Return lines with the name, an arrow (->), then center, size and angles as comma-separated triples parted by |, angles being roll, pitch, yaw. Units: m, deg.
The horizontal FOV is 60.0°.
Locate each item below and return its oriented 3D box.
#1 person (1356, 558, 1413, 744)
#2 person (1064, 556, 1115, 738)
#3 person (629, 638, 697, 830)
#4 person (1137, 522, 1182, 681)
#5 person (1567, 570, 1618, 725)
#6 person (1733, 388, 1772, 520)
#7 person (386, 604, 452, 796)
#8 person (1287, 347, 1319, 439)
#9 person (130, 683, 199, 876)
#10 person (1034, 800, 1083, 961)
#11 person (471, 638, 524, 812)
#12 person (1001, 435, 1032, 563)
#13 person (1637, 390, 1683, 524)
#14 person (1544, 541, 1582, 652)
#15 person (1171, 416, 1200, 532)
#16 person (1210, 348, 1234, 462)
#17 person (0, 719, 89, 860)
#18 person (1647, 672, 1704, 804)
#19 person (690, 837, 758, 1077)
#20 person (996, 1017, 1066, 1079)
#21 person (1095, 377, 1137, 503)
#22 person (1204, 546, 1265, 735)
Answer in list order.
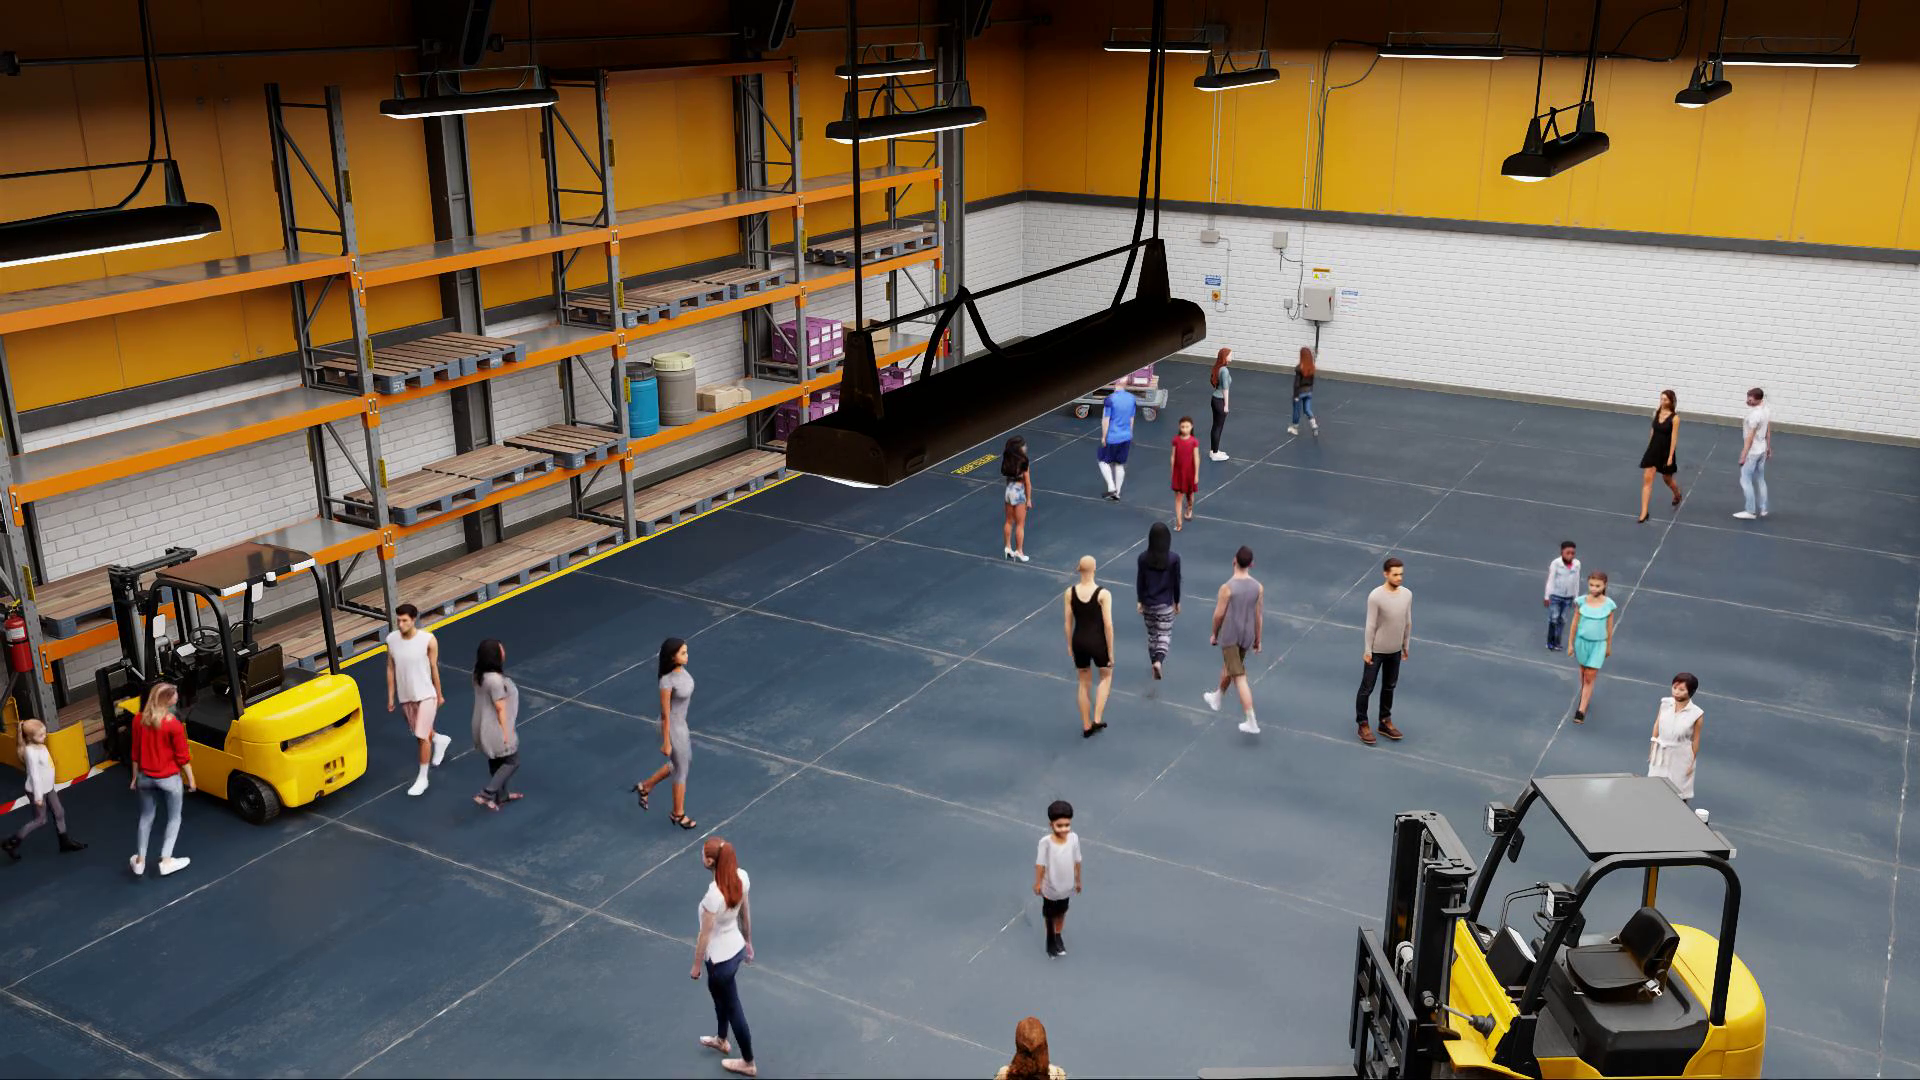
person -> 4.066, 1.038, 15.956 | 0.700, 1.864, 0.780 | -7, 20, -19
person -> 1.203, 1.066, 15.980 | 0.712, 1.796, 0.641 | 9, 21, 25
person -> -2.537, 1.663, 14.262 | 0.876, 1.760, 0.901 | 3, 19, 9
person -> 2.059, 0.668, 17.285 | 0.775, 1.718, 0.947 | 3, 19, 10
person -> 6.280, 1.025, 16.547 | 0.564, 1.512, 1.056 | 11, 22, 30
person -> 10.859, -1.174, 22.588 | 0.706, 1.823, 1.004 | -11, 22, -30
person -> -4.884, 1.376, 15.132 | 0.882, 1.750, 1.201 | 4, 19, 12
person -> 5.547, -2.354, 26.649 | 0.921, 1.468, 0.925 | -9, 20, -24
person -> -6.530, 1.970, 13.515 | 0.873, 1.657, 0.755 | -2, 19, -6
person -> 0.720, 2.515, 12.528 | 0.604, 1.253, 0.665 | -5, 19, -14
person -> -4.147, 1.643, 14.580 | 0.837, 1.595, 0.734 | -16, 25, -40
person -> 0.710, -0.522, 20.972 | 0.689, 1.620, 0.655 | -14, 23, -35
person -> 9.531, -1.116, 22.455 | 1.234, 1.799, 0.922 | -13, 22, -33
person -> 6.597, 0.581, 18.269 | 0.583, 1.254, 0.621 | 1, 19, 4
person -> 3.024, -0.922, 22.298 | 0.712, 1.532, 1.014 | 5, 19, 13
person -> 3.975, -2.086, 25.425 | 0.711, 1.741, 0.640 | -3, 19, -10
person -> -7.704, 2.086, 13.796 | 0.907, 1.256, 0.842 | -5, 19, -15
person -> 6.034, 1.835, 14.071 | 0.601, 1.556, 0.611 | -17, 25, -41
person -> -1.466, 2.786, 10.990 | 0.685, 1.720, 0.723 | 7, 20, 20
person -> 0.398, 3.446, 9.239 | 0.953, 1.587, 1.131 | -1, 19, -2
person -> 2.239, -1.396, 23.255 | 0.800, 1.819, 0.892 | -10, 21, -27
person -> 2.701, 1.002, 15.997 | 1.196, 1.789, 1.140 | -8, 20, -23
